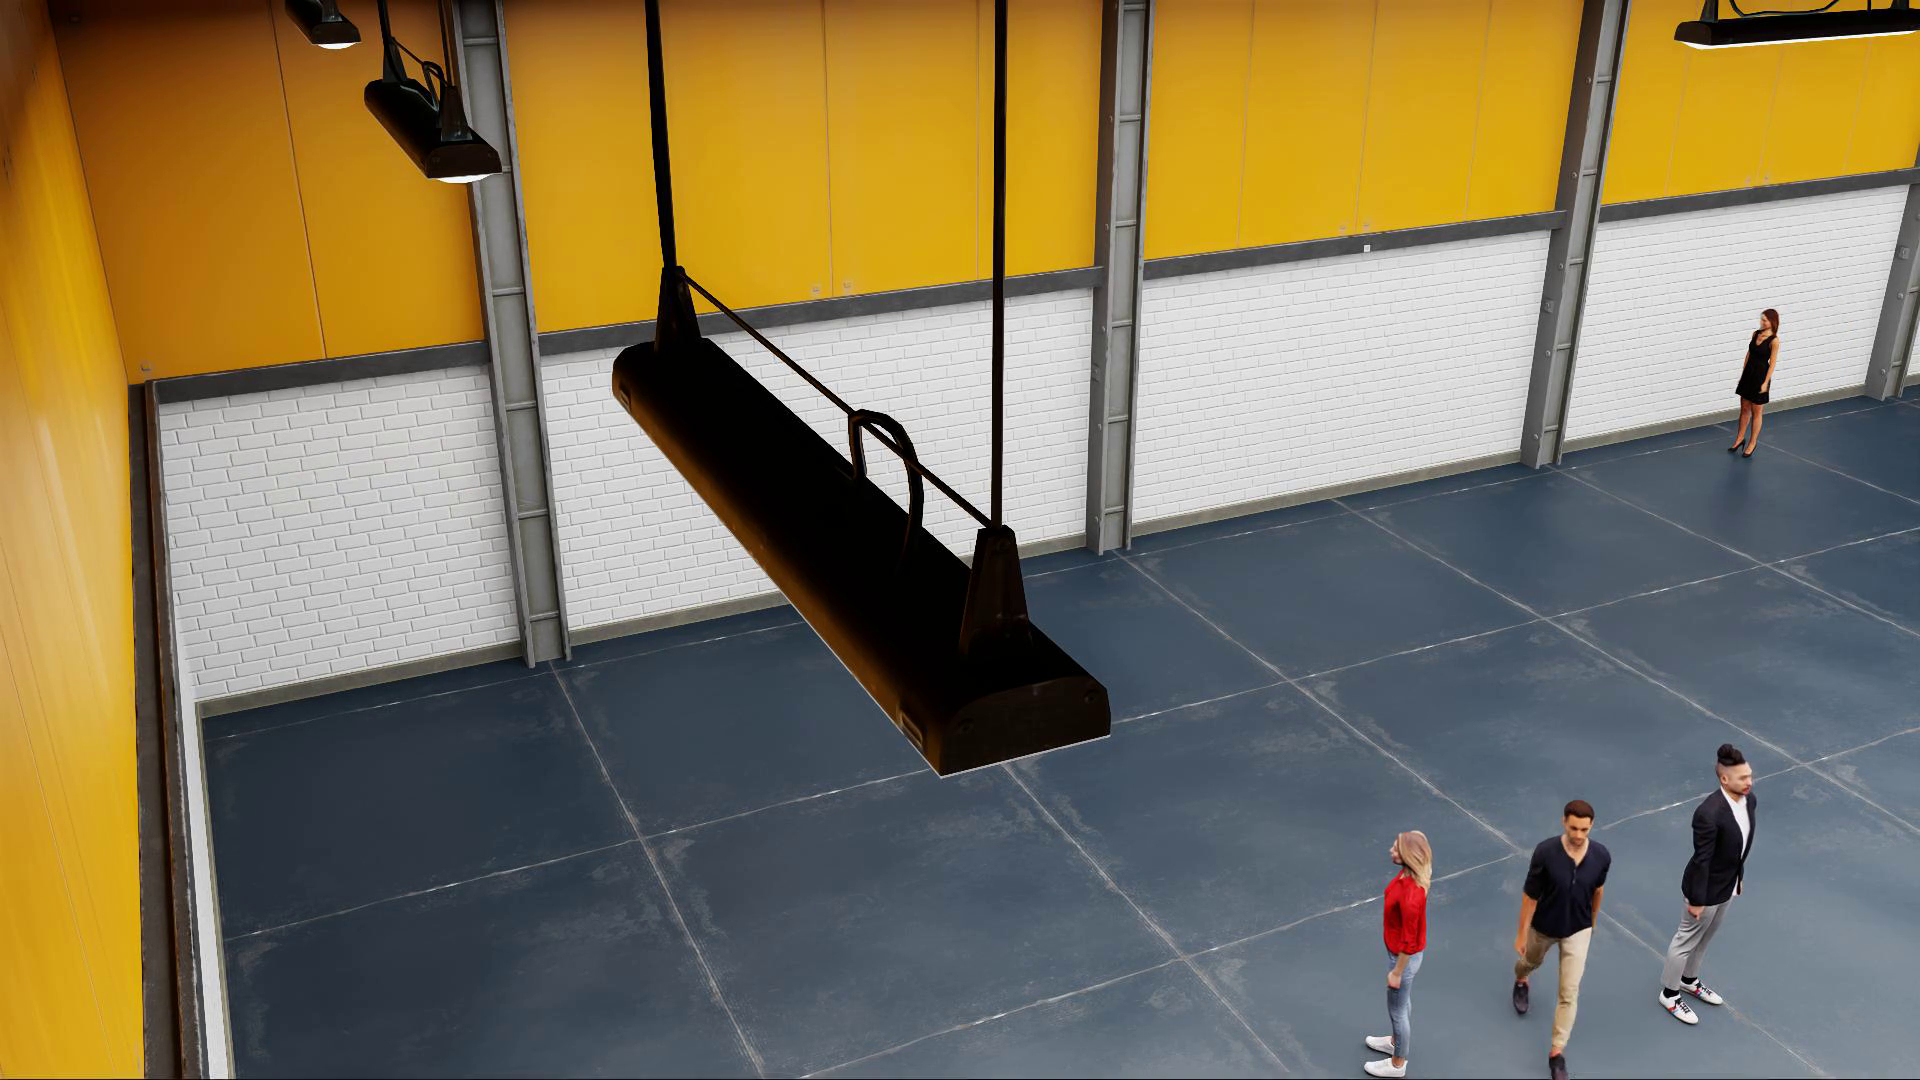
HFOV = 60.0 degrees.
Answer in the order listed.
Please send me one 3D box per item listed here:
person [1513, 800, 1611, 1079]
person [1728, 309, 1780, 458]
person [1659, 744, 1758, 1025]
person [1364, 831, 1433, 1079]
[{"bbox_3d":[3.705,2.353,10.350,1.221,1.811,1.180,5,24,11],"label":"person"},{"bbox_3d":[9.596,-1.895,20.041,0.529,1.833,0.586,-9,25,-20],"label":"person"},{"bbox_3d":[4.800,2.155,10.629,0.609,1.950,0.815,-17,29,-34],"label":"person"},{"bbox_3d":[2.689,2.513,10.118,0.714,1.704,0.680,6,24,14],"label":"person"}]
